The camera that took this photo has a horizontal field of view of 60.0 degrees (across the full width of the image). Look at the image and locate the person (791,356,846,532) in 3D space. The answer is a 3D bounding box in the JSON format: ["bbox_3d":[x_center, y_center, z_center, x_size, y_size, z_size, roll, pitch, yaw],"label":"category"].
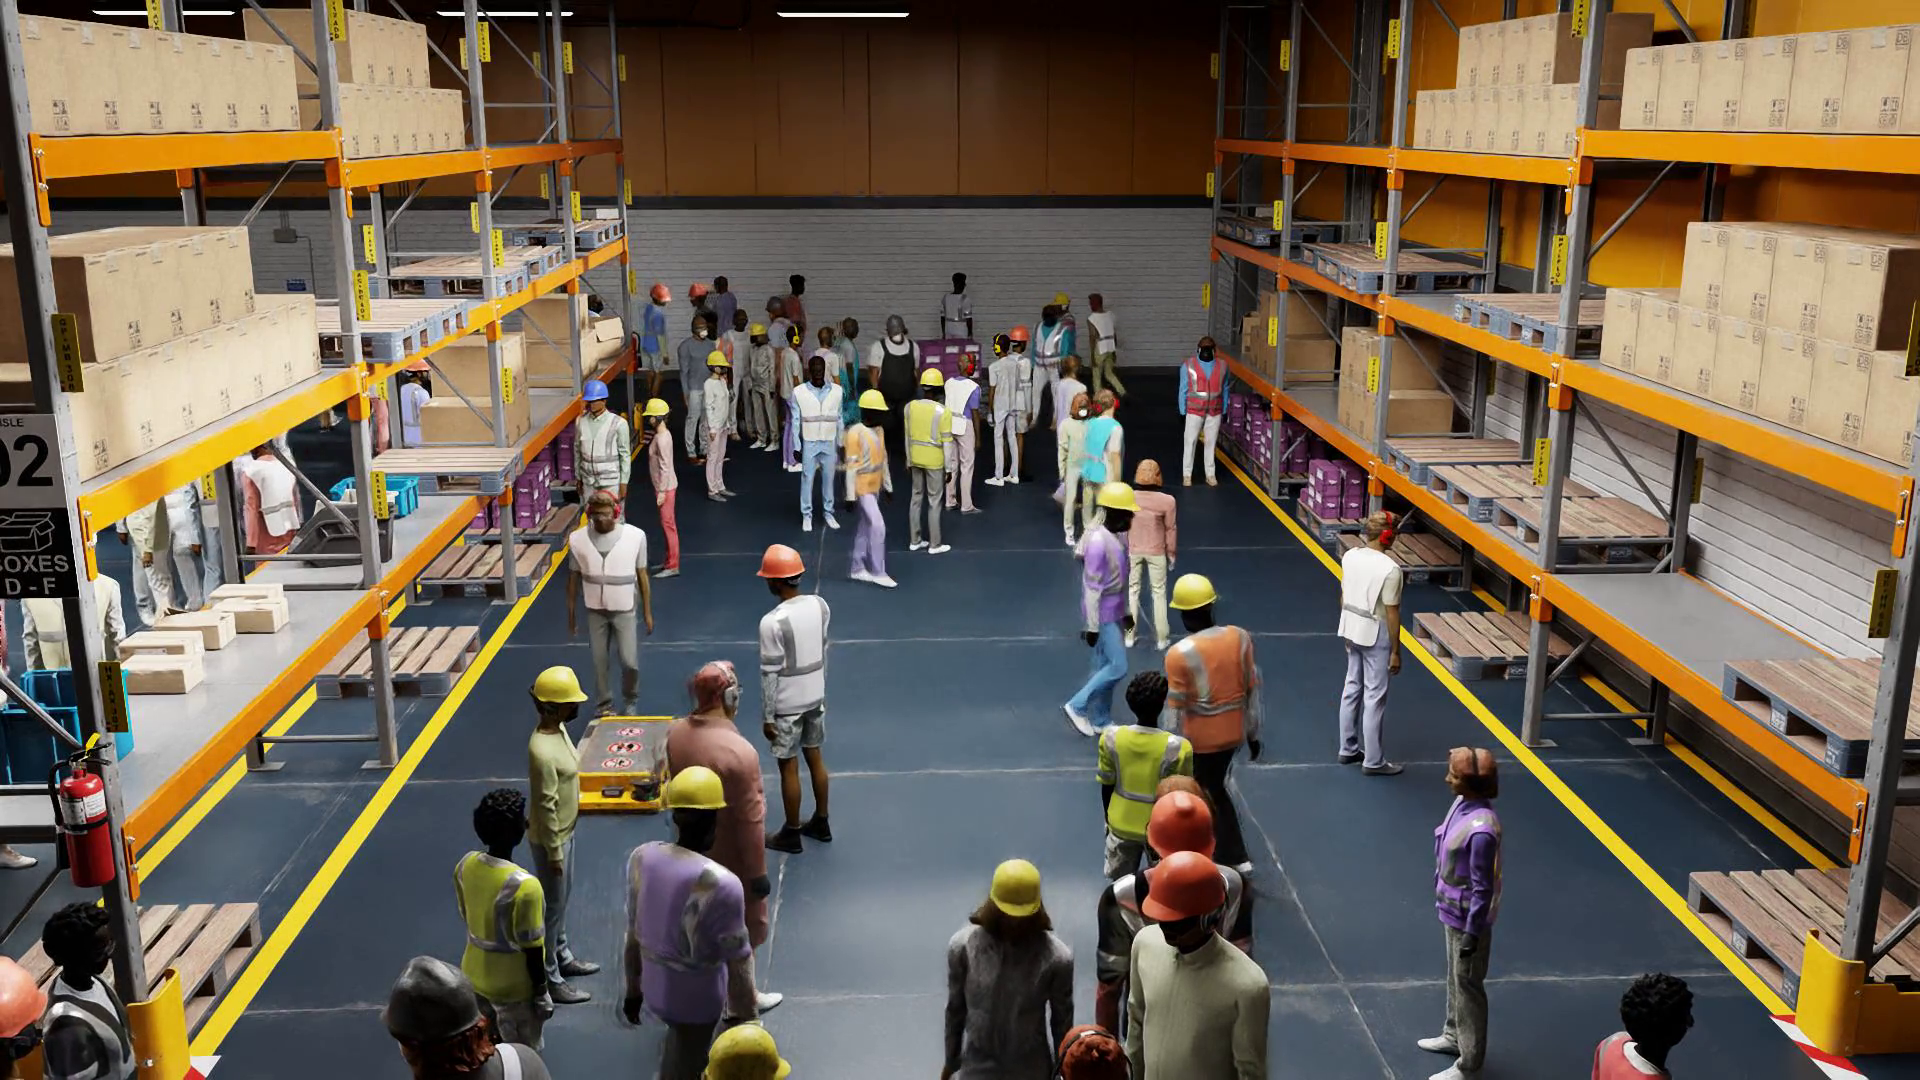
[{"bbox_3d":[-1.544,-1.058,18.116,0.599,1.917,0.377,-6,15,-21],"label":"person"}]

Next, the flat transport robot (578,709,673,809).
[{"bbox_3d":[-2.293,1.484,11.420,0.652,0.197,1.431,0,14,-2],"label":"flat transport robot"}]

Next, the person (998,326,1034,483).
[{"bbox_3d":[0.706,-1.670,20.505,0.386,1.929,0.547,-12,18,-38],"label":"person"}]

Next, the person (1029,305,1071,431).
[{"bbox_3d":[1.226,-2.429,23.717,0.634,1.806,0.837,8,16,28],"label":"person"}]

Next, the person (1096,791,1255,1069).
[{"bbox_3d":[0.821,1.894,6.318,0.611,2.030,0.409,-3,15,-11],"label":"person"}]

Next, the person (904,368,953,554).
[{"bbox_3d":[-0.312,-0.814,17.168,0.582,1.919,0.395,9,17,31],"label":"person"}]

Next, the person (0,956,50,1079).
[{"bbox_3d":[-2.809,2.213,5.028,0.607,2.044,0.378,-2,14,-6],"label":"person"}]

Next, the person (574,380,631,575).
[{"bbox_3d":[-3.497,-0.598,16.253,0.607,1.948,0.390,5,15,18],"label":"person"}]

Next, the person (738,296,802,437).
[{"bbox_3d":[-2.609,-2.456,23.359,1.043,2.000,0.700,6,16,23],"label":"person"}]

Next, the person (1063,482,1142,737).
[{"bbox_3d":[1.073,0.517,11.949,0.450,1.909,0.583,5,15,17],"label":"person"}]

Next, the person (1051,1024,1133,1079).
[{"bbox_3d":[0.391,2.320,4.937,0.575,1.880,0.360,0,14,-1],"label":"person"}]

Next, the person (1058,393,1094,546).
[{"bbox_3d":[1.262,-0.748,17.489,0.505,1.624,0.280,-5,15,-20],"label":"person"}]

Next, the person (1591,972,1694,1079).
[{"bbox_3d":[2.279,2.241,5.599,0.315,1.700,0.540,0,14,-1],"label":"person"}]

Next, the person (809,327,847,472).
[{"bbox_3d":[-1.686,-1.785,21.116,0.506,1.846,0.345,11,18,37],"label":"person"}]

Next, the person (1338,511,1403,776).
[{"bbox_3d":[2.798,0.702,11.368,0.390,1.838,0.563,-7,16,-25],"label":"person"}]

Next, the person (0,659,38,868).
[{"bbox_3d":[-5.746,1.096,9.682,0.405,1.911,0.636,1,14,5],"label":"person"}]

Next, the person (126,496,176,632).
[{"bbox_3d":[-6.958,0.010,14.250,0.336,1.753,0.564,-5,15,-19],"label":"person"}]

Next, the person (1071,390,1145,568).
[{"bbox_3d":[1.449,-0.592,16.548,0.631,1.801,0.619,-6,15,-21],"label":"person"}]

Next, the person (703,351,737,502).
[{"bbox_3d":[-2.830,-1.337,19.518,0.312,1.769,0.525,3,15,12],"label":"person"}]

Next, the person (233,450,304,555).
[{"bbox_3d":[-6.054,-0.161,14.696,0.698,1.881,0.421,-9,17,-31],"label":"person"}]

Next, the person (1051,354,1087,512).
[{"bbox_3d":[1.257,-1.190,18.814,0.454,1.827,0.533,-10,17,-34],"label":"person"}]

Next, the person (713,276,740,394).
[{"bbox_3d":[-3.798,-3.308,26.936,0.367,1.932,0.629,4,15,16],"label":"person"}]

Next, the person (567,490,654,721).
[{"bbox_3d":[-2.542,0.517,12.102,0.620,1.830,0.420,0,14,1],"label":"person"}]

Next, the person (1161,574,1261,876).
[{"bbox_3d":[1.431,1.129,9.573,0.611,1.889,0.573,-10,17,-35],"label":"person"}]

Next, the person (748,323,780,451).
[{"bbox_3d":[-2.683,-2.067,22.452,0.488,1.735,0.338,12,19,40],"label":"person"}]

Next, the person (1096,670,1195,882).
[{"bbox_3d":[0.962,1.487,8.564,0.534,1.700,0.318,7,16,25],"label":"person"}]

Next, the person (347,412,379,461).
[{"bbox_3d":[-7.824,-1.947,21.749,0.613,1.854,0.476,8,16,29],"label":"person"}]

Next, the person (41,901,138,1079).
[{"bbox_3d":[-3.166,2.116,6.090,0.320,1.698,0.537,-6,15,-22],"label":"person"}]

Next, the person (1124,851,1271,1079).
[{"bbox_3d":[0.805,2.022,5.896,0.408,1.986,0.616,-13,19,-42],"label":"person"}]

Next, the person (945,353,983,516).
[{"bbox_3d":[0.021,-1.193,18.820,0.393,1.836,0.561,-11,18,-38],"label":"person"}]

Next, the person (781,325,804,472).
[{"bbox_3d":[-2.107,-1.794,21.123,0.328,1.863,0.508,-6,15,-22],"label":"person"}]
